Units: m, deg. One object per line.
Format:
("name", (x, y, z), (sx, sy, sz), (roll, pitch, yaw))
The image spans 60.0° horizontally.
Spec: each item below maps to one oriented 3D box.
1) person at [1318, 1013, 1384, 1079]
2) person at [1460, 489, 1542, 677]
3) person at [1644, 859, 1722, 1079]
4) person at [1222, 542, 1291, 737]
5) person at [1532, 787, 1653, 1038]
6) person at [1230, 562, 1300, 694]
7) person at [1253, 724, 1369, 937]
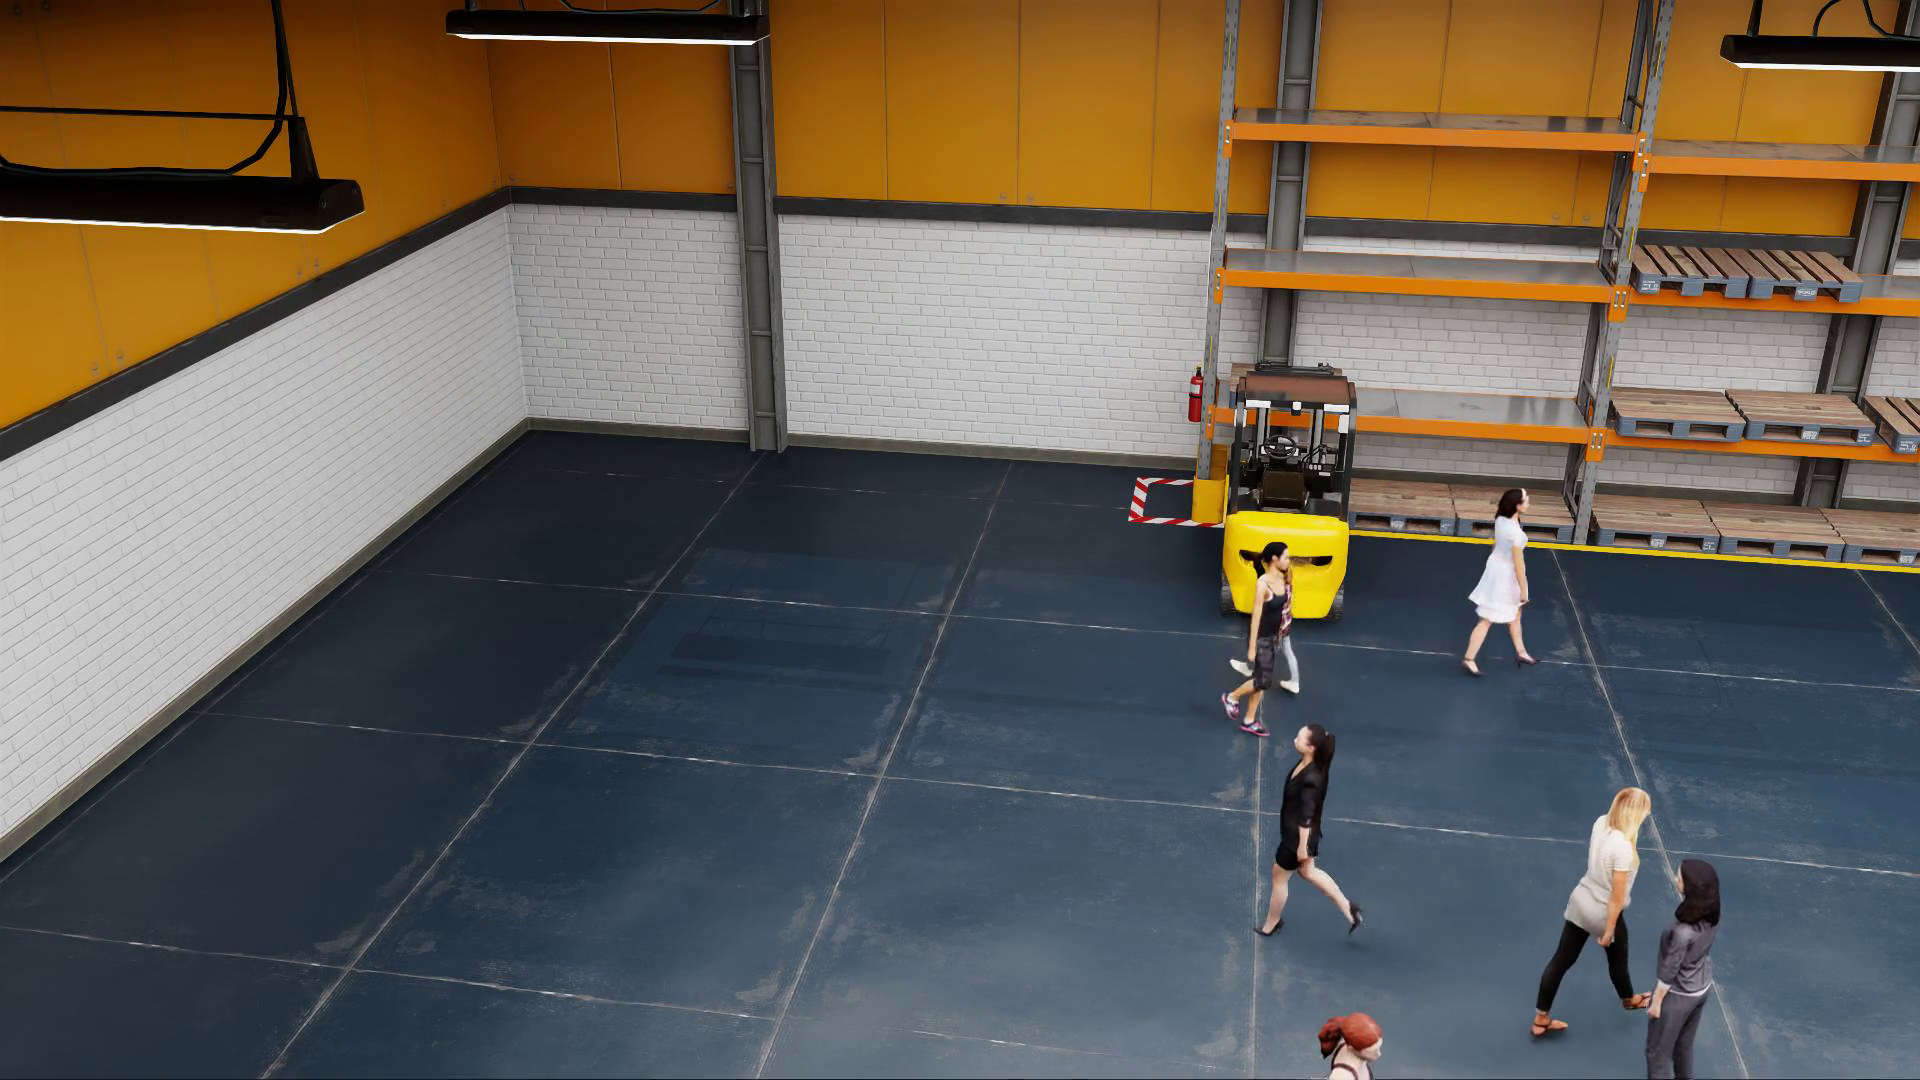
("person", (1.860, 3.104, 8.489), (1.067, 1.755, 0.585), (4, 24, 9))
("person", (4.668, 0.403, 14.627), (1.063, 1.789, 0.763), (0, 24, -1))
("person", (4.173, 2.617, 9.606), (0.671, 1.754, 0.714), (-18, 29, -35))
("person", (2.435, 0.802, 13.808), (0.825, 1.714, 0.761), (18, 30, 36))
("person", (3.838, 2.324, 10.255), (1.218, 1.771, 0.919), (-6, 24, -14))
("person", (2.810, 0.754, 14.480), (0.865, 1.264, 0.995), (-20, 31, -38))
("person", (2.371, 1.995, 11.128), (0.991, 1.674, 0.649), (6, 24, 14))
